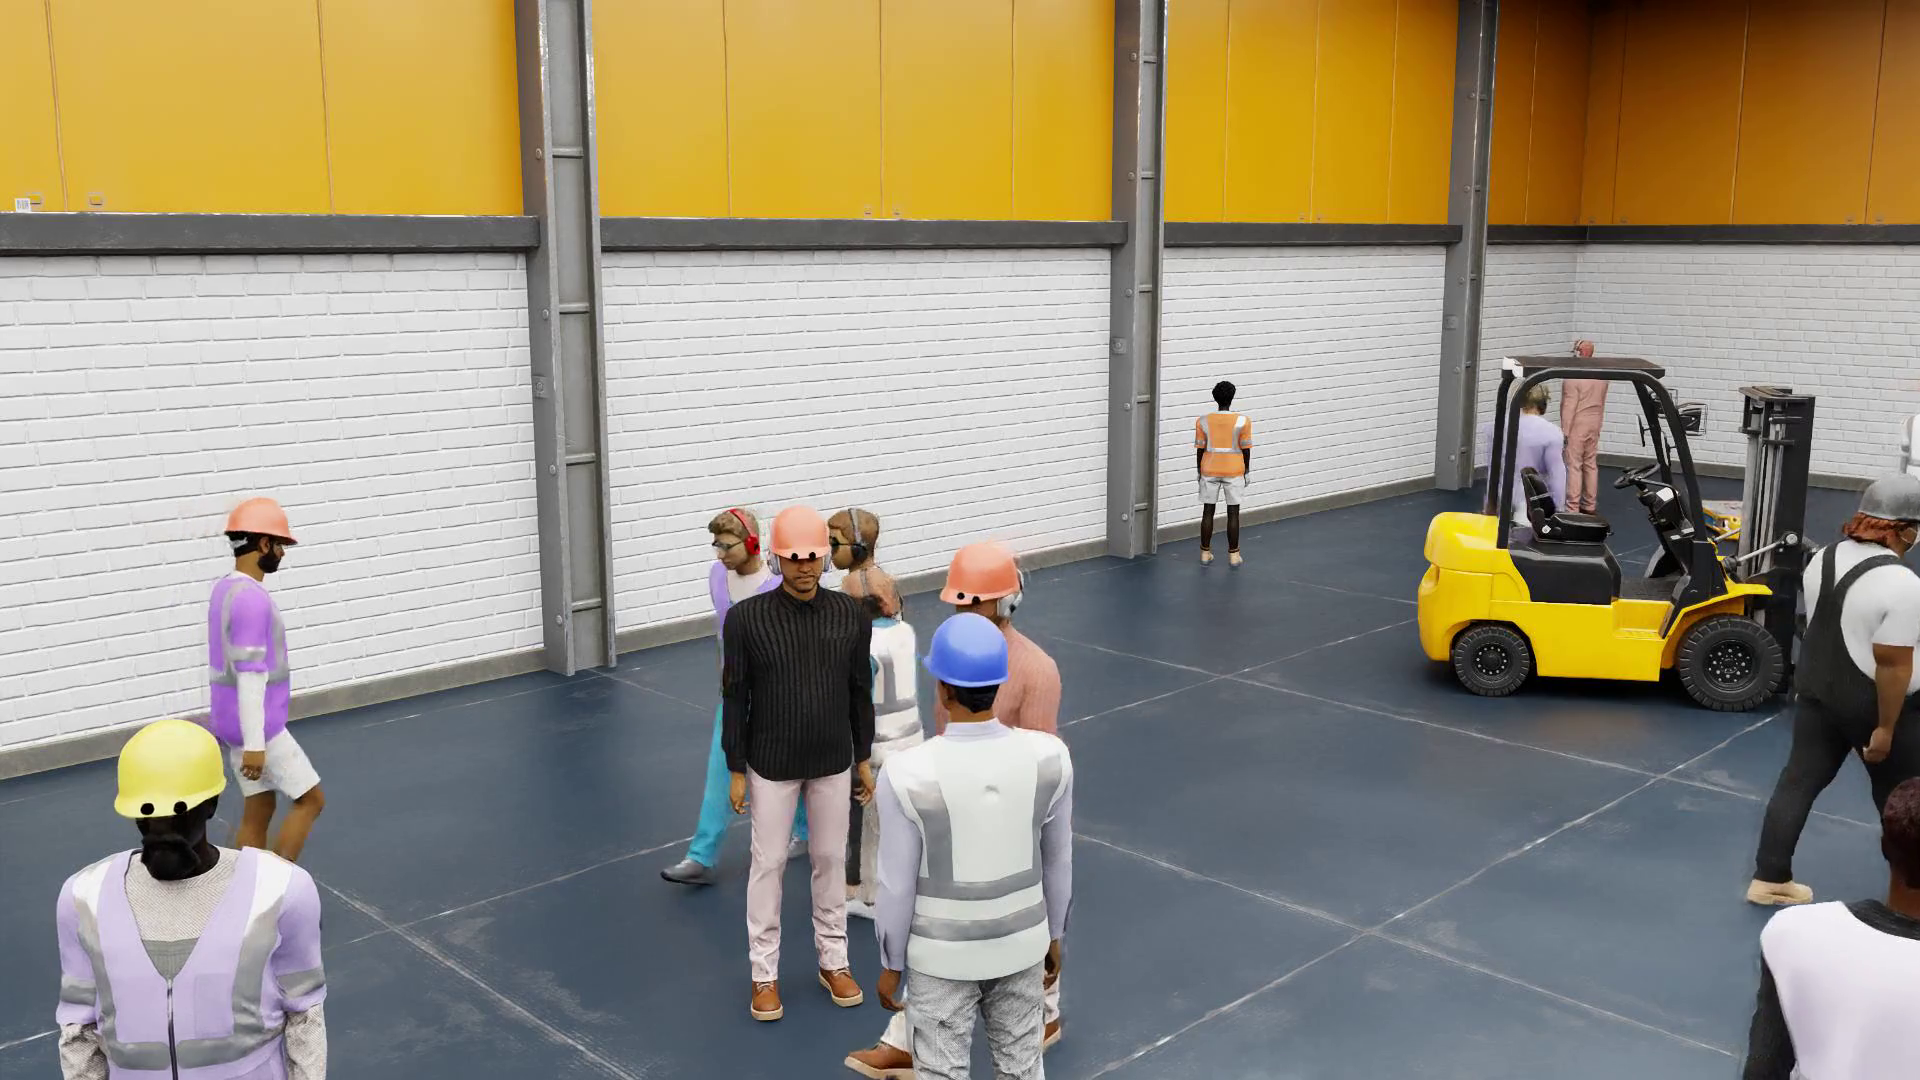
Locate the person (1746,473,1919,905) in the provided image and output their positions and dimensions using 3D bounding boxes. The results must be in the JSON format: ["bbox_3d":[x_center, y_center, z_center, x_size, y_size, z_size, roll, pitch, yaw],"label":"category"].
[{"bbox_3d":[4.035,0.658,7.357,1.015,2.000,0.690,-2,11,-11],"label":"person"}]

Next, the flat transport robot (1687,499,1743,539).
[{"bbox_3d":[7.946,-0.220,16.974,0.652,0.197,1.431,1,10,7],"label":"flat transport robot"}]

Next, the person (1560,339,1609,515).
[{"bbox_3d":[6.607,-1.185,17.773,0.651,1.906,0.403,-7,12,-33],"label":"person"}]

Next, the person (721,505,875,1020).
[{"bbox_3d":[-0.615,0.849,6.440,0.611,1.995,0.375,-4,11,-21],"label":"person"}]

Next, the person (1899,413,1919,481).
[{"bbox_3d":[7.981,-0.437,13.748,0.994,1.895,0.563,-5,11,-25],"label":"person"}]

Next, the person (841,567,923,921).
[{"bbox_3d":[-0.247,0.913,7.121,0.694,1.613,0.559,4,11,22],"label":"person"}]

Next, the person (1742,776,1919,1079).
[{"bbox_3d":[1.995,1.426,3.614,0.602,1.883,0.966,8,13,37],"label":"person"}]

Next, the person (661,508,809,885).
[{"bbox_3d":[-0.983,0.715,7.747,0.618,1.775,0.937,8,13,37],"label":"person"}]

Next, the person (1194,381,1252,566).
[{"bbox_3d":[2.401,-0.607,15.212,0.531,1.694,0.320,4,11,21],"label":"person"}]

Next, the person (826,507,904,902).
[{"bbox_3d":[-0.336,0.737,7.524,0.655,1.833,0.520,-3,11,-15],"label":"person"}]

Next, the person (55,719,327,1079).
[{"bbox_3d":[-1.777,1.349,3.890,0.587,1.930,0.360,-2,11,-9],"label":"person"}]

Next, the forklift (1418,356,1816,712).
[{"bbox_3d":[4.276,-0.101,11.076,2.313,2.155,1.214,2,11,13],"label":"forklift"}]

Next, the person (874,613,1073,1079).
[{"bbox_3d":[0.041,1.168,4.823,0.605,1.951,0.380,-4,11,-22],"label":"person"}]

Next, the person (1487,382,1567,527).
[{"bbox_3d":[4.411,-0.309,13.050,1.020,1.896,0.649,-6,12,-31],"label":"person"}]

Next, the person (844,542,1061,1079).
[{"bbox_3d":[0.046,0.976,5.865,0.628,1.943,0.911,10,14,43],"label":"person"}]

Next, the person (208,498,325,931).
[{"bbox_3d":[-2.952,0.780,7.088,0.484,1.898,0.605,-7,13,-35],"label":"person"}]
